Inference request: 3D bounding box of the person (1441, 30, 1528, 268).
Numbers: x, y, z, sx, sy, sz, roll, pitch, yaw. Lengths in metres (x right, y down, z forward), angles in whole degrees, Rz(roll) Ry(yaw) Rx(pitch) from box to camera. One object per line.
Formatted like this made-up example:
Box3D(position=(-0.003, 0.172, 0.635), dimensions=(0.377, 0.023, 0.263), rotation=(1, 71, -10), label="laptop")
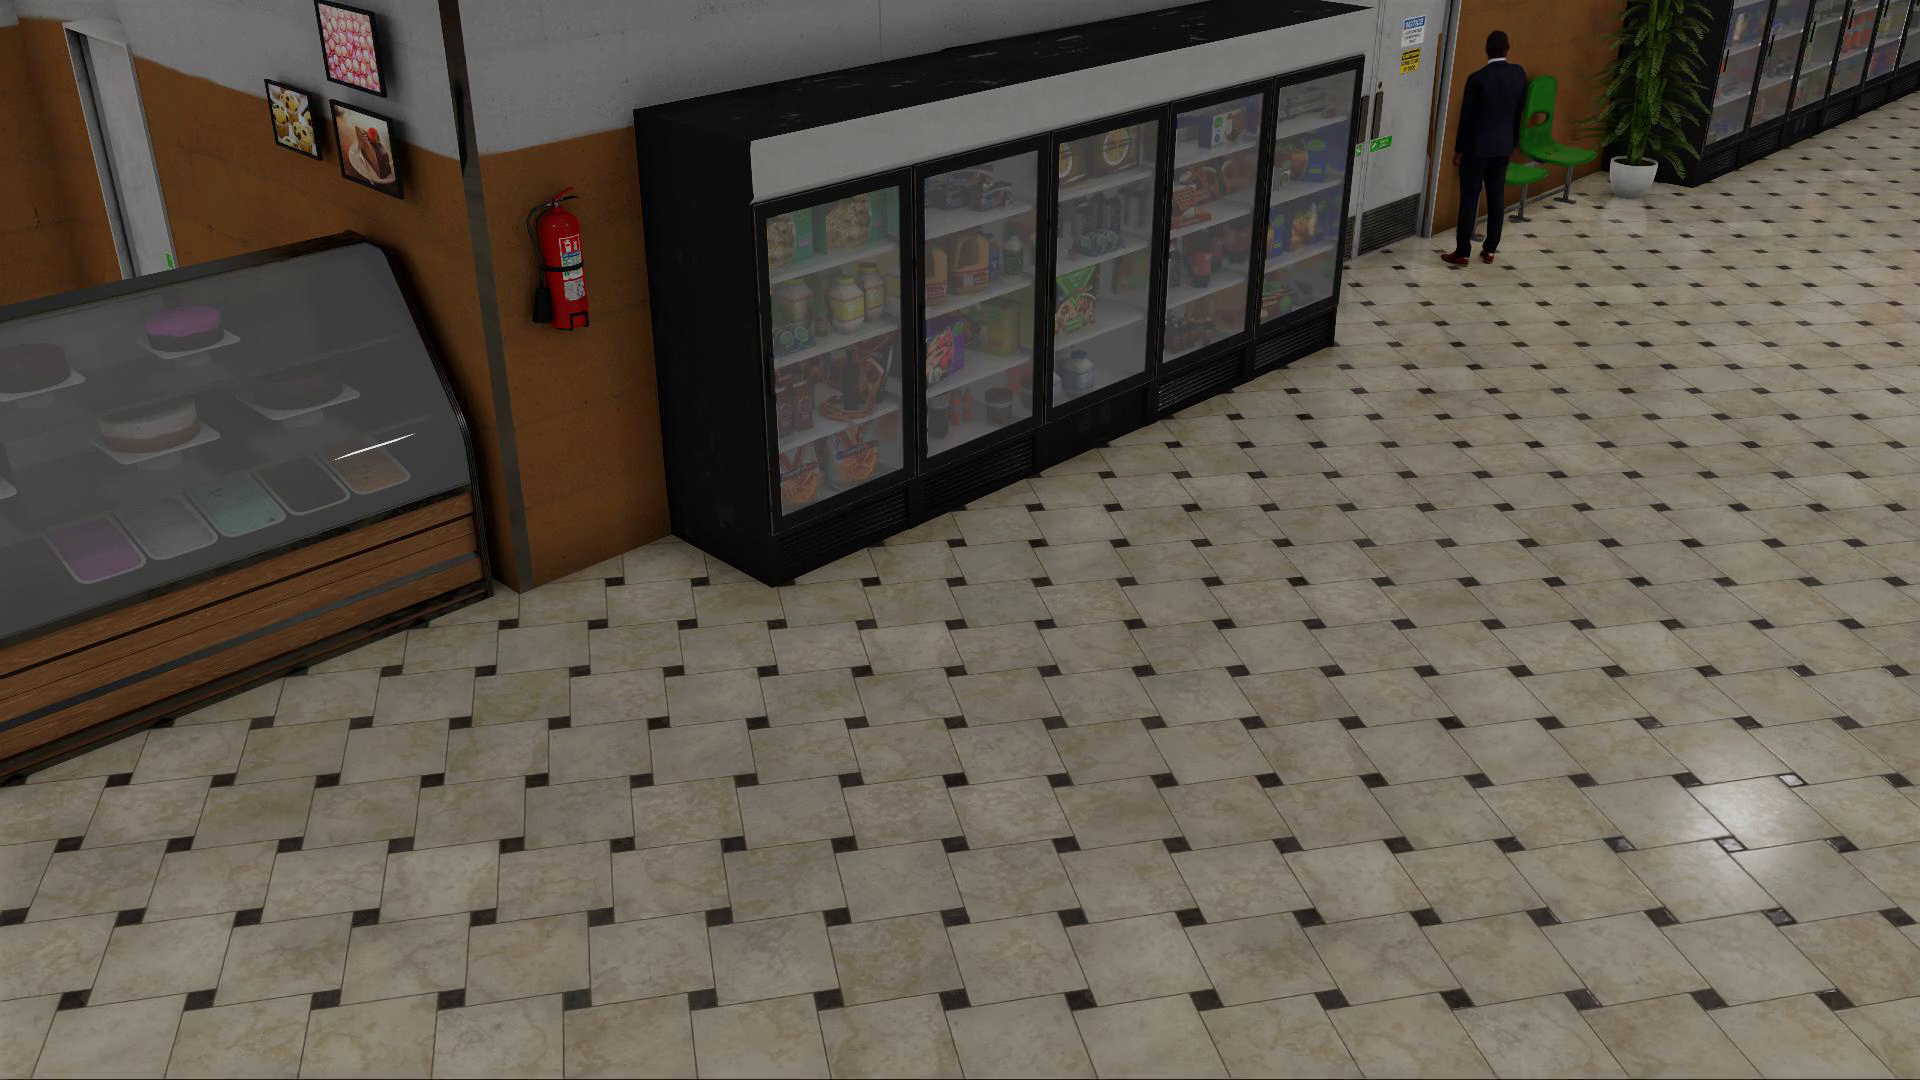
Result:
Box3D(position=(4.133, -3.060, 13.047), dimensions=(0.791, 1.823, 0.812), rotation=(-5, 27, -10), label="person")
